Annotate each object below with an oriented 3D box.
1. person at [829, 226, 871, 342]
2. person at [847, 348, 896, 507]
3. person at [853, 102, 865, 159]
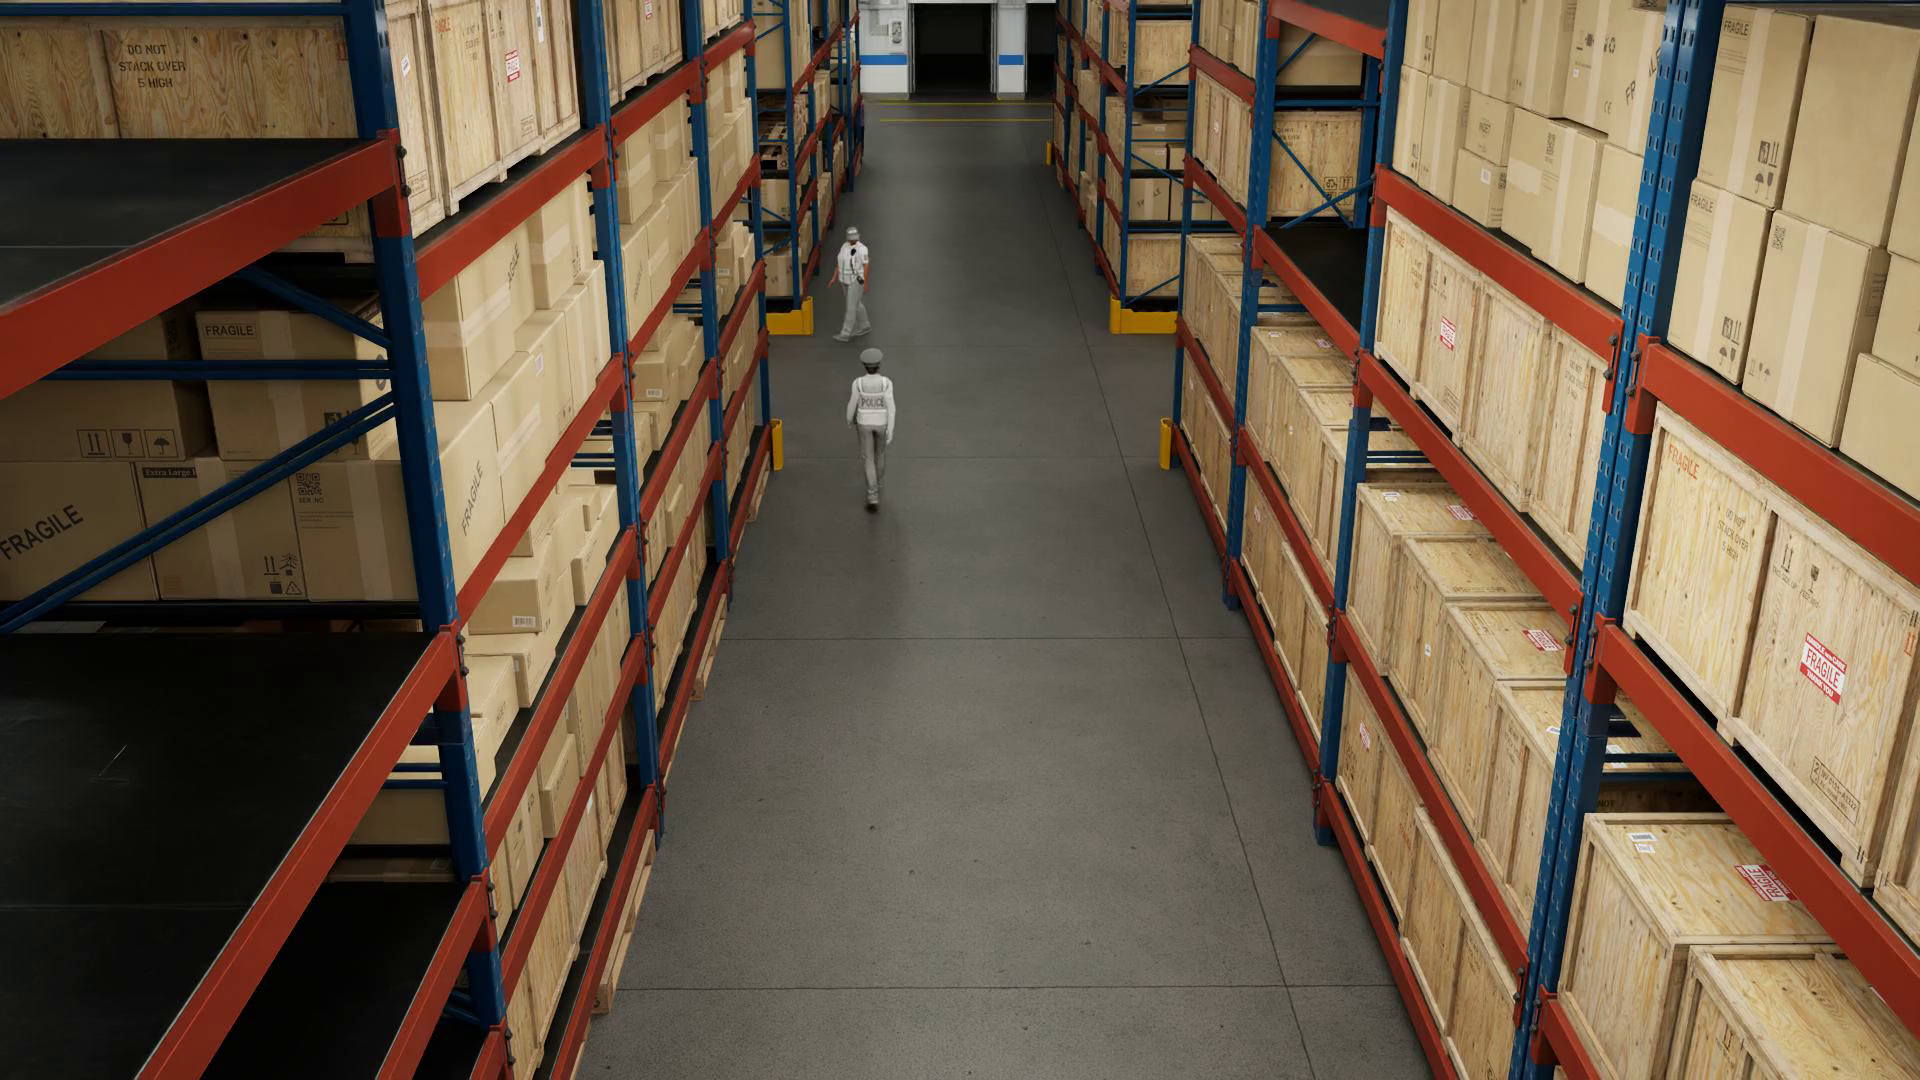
[{"bbox_3d":[-1.622,-3.714,24.049,0.838,1.637,0.507,-19,28,-39],"label":"person"},{"bbox_3d":[-0.954,-1.244,17.773,0.497,1.652,0.947,-4,22,-11],"label":"person"},{"bbox_3d":[-2.487,-9.935,39.889,0.433,1.609,0.439,-9,23,-21],"label":"person"}]
